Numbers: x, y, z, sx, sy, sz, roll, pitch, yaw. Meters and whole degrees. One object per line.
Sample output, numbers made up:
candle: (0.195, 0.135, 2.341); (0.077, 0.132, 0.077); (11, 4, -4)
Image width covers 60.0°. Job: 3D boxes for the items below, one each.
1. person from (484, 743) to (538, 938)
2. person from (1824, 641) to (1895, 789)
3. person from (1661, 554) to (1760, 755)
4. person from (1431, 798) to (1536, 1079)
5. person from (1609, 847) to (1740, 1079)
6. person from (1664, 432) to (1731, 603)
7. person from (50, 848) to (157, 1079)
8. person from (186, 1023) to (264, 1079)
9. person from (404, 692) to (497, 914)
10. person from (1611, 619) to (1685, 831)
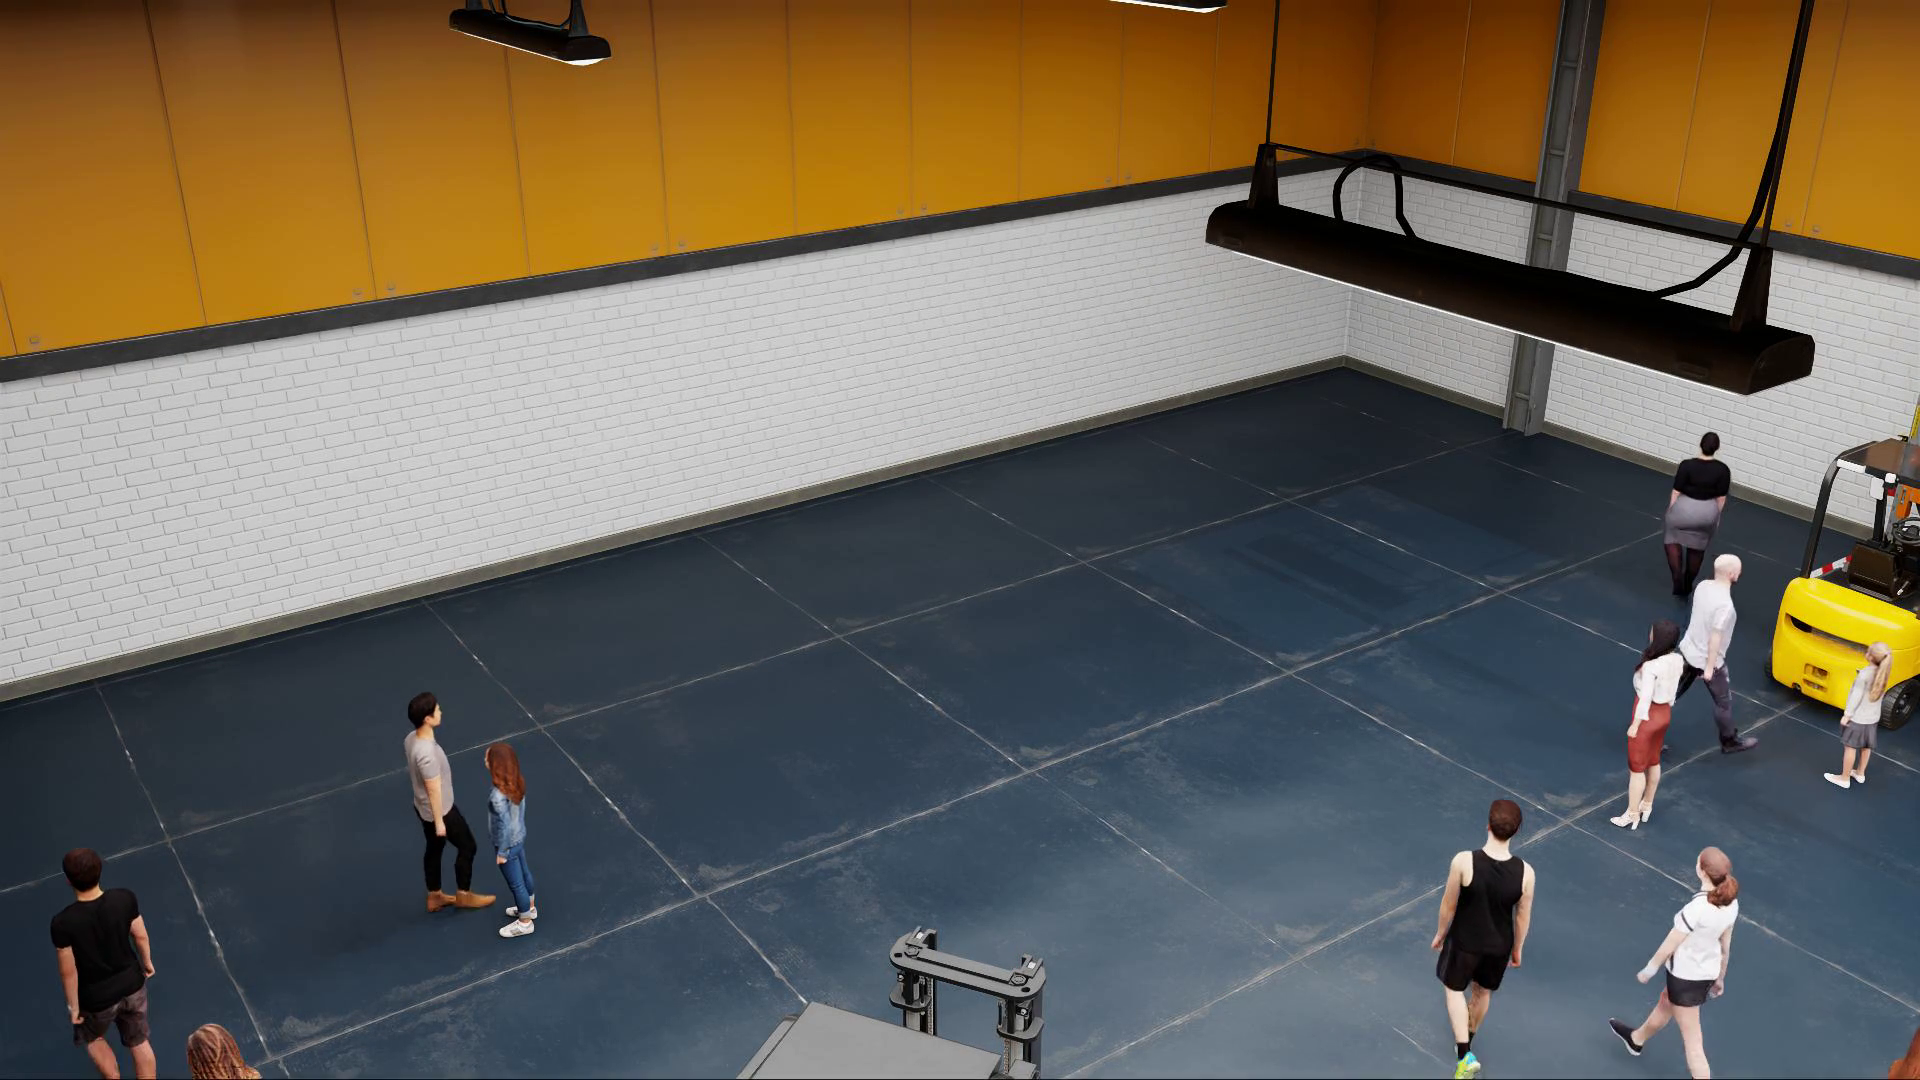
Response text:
person: (-3.103, 2.053, 11.479); (0.703, 1.475, 0.600); (-1, 24, -2)
person: (7.212, 1.378, 13.273); (0.550, 1.275, 0.569); (-10, 25, -21)
person: (5.955, 0.974, 13.567); (1.179, 1.779, 1.266); (0, 24, -1)
person: (3.143, 2.456, 10.053); (1.051, 1.878, 1.121); (4, 24, 8)
person: (4.371, 2.658, 9.814); (0.658, 1.699, 1.154); (-12, 26, -26)
person: (7.186, -0.187, 16.262); (0.890, 1.747, 0.947); (6, 24, 13)
person: (-4.908, 2.645, 9.657); (0.741, 1.848, 0.754); (20, 31, 38)
person: (-3.640, 3.249, 8.443); (0.791, 1.715, 0.740); (15, 28, 31)
person: (-3.729, 1.872, 11.599); (0.699, 1.709, 0.633); (-14, 27, -28)
person: (5.235, 1.400, 12.630); (0.591, 1.750, 0.501); (-15, 28, -31)
